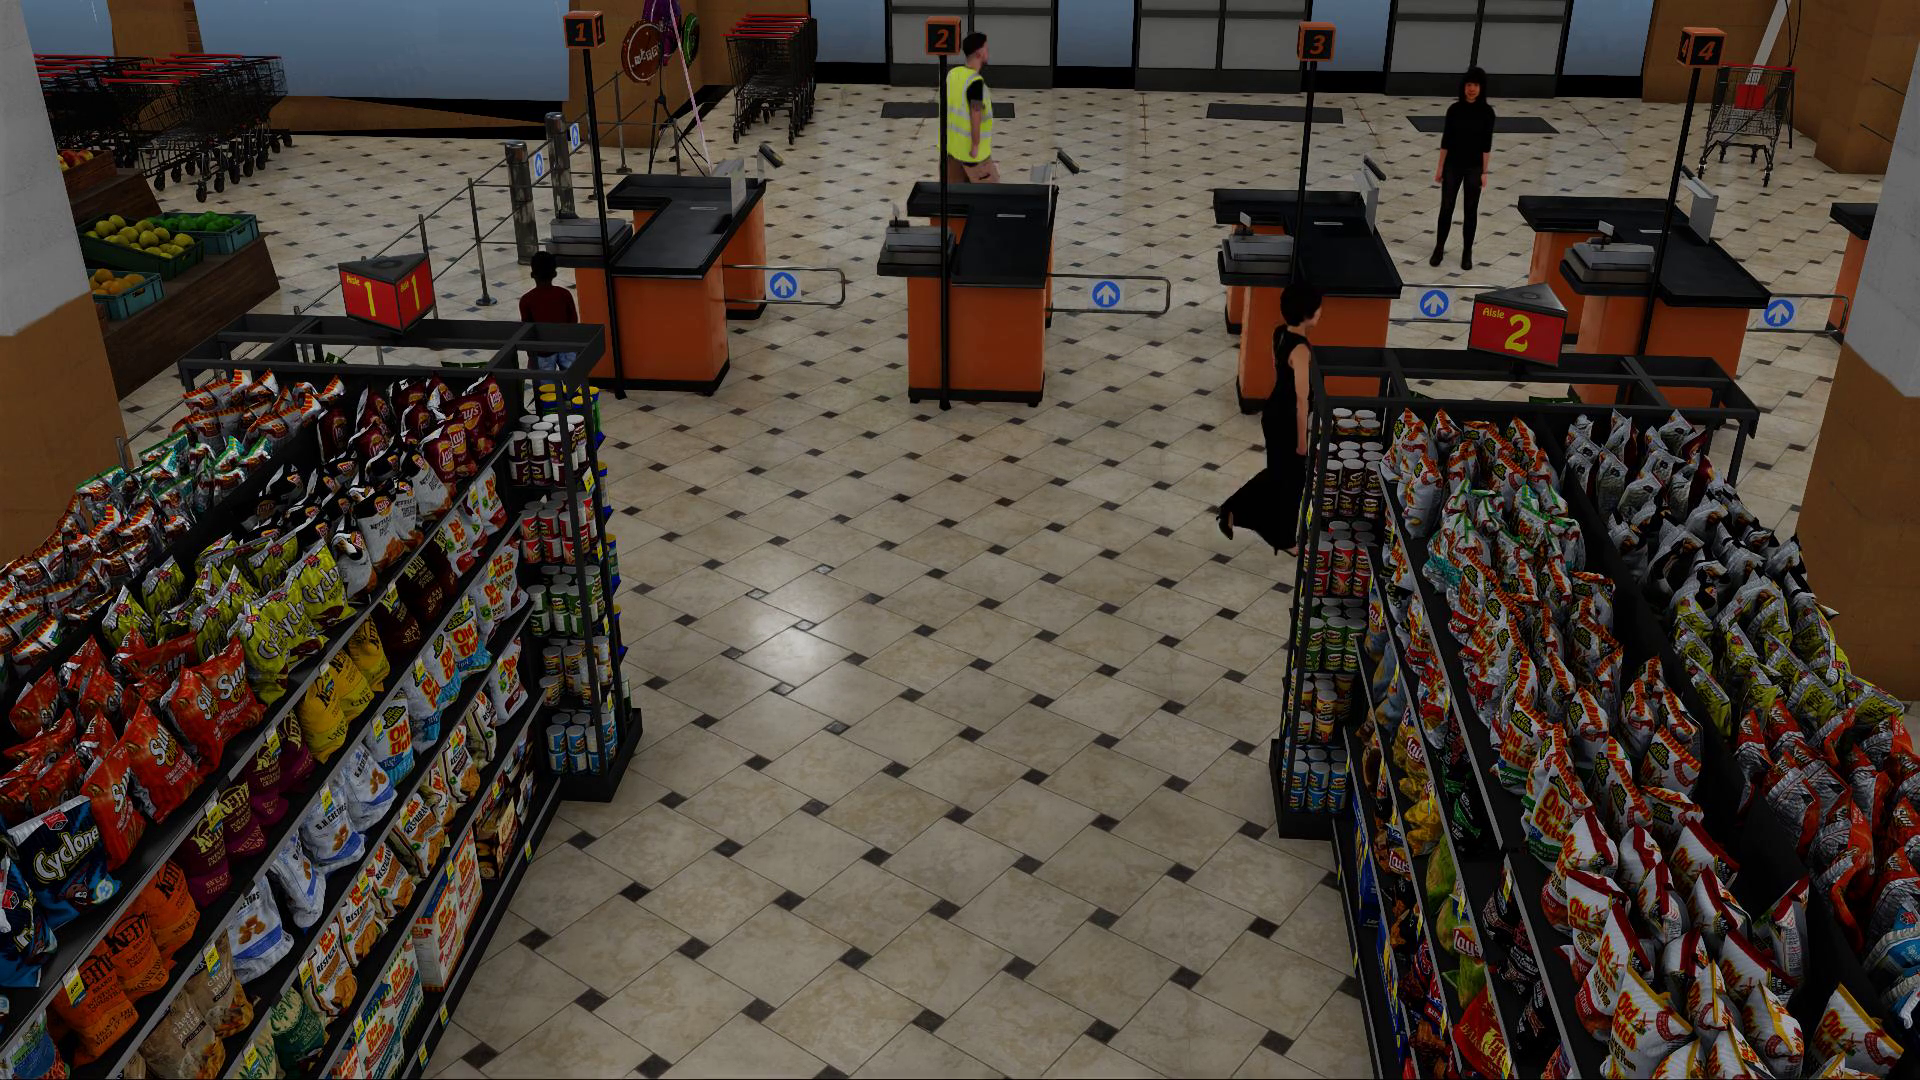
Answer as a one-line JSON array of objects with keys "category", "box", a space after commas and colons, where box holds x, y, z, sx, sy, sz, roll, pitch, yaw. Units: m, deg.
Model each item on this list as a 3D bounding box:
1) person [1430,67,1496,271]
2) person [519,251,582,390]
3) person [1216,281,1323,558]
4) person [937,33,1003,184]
[{"category": "person", "box": [4.161, -3.071, 13.719, 0.625, 1.638, 0.607, 12, 29, 22]}, {"category": "person", "box": [-2.557, -1.211, 10.474, 0.589, 1.256, 0.625, -13, 30, -24]}, {"category": "person", "box": [1.681, -0.610, 8.922, 0.779, 1.587, 0.796, -5, 27, -10]}, {"category": "person", "box": [0.010, -3.294, 13.963, 1.101, 1.816, 1.089, -16, 31, -29]}]
